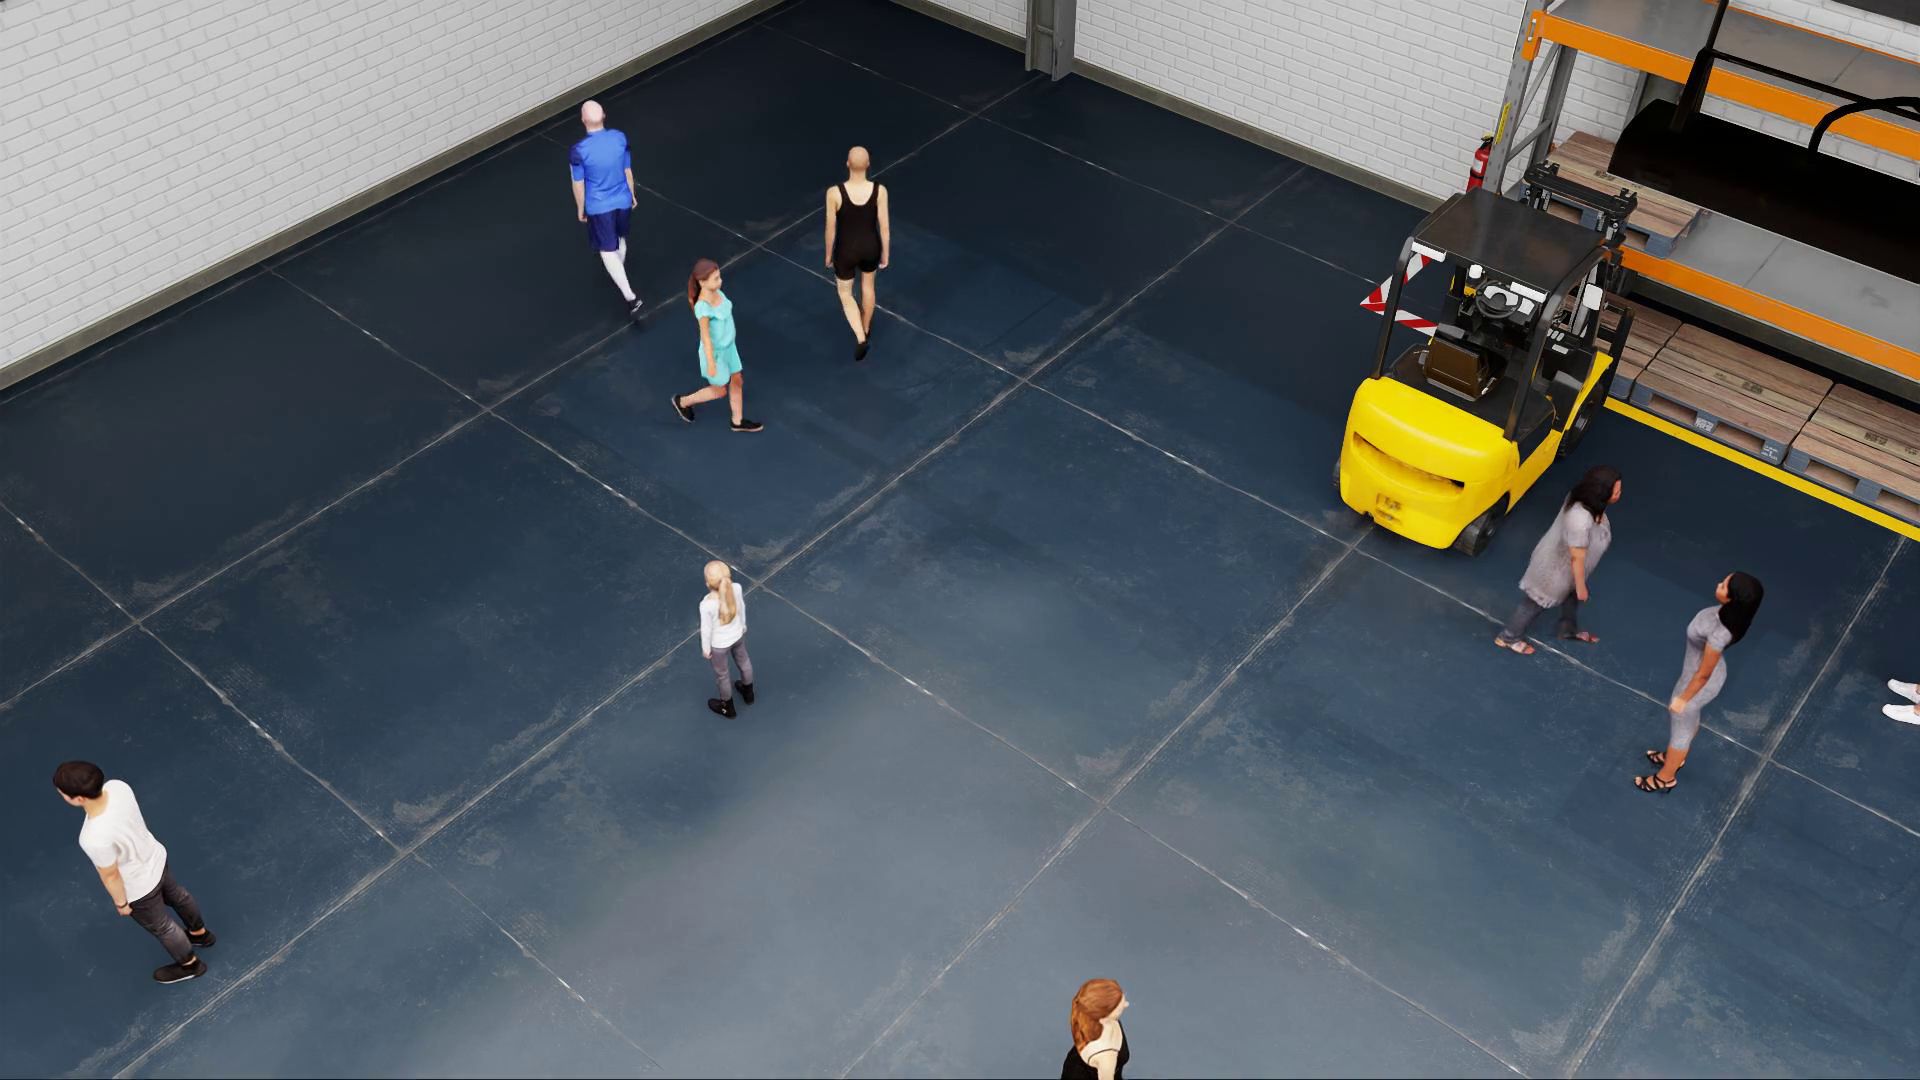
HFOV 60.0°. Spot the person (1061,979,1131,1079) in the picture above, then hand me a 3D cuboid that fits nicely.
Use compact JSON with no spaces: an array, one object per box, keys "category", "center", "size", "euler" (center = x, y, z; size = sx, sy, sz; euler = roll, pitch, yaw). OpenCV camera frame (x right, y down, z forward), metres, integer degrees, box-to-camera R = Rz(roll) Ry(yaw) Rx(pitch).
[{"category":"person","center":[0.625,2.609,8.064],"size":[0.726,1.621,0.663],"euler":[-5,44,-5]}]

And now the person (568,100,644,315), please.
[{"category":"person","center":[-2.824,-2.676,13.472],"size":[0.875,1.815,1.206],"euler":[-26,49,-25]}]

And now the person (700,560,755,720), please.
[{"category":"person","center":[-1.463,0.611,10.410],"size":[0.506,1.279,0.513],"euler":[-34,53,-31]}]

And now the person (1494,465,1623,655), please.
[{"category":"person","center":[3.787,0.134,10.694],"size":[0.955,1.578,0.788],"euler":[17,46,17]}]

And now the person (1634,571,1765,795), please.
[{"category":"person","center":[4.354,0.852,9.793],"size":[0.514,1.781,0.573],"euler":[29,51,27]}]

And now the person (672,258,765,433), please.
[{"category":"person","center":[-1.860,-1.423,12.353],"size":[0.991,1.544,0.818],"euler":[7,44,7]}]

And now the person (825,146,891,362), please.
[{"category":"person","center":[-0.791,-2.201,12.986],"size":[0.966,1.798,1.076],"euler":[-10,44,-10]}]

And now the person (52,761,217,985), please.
[{"category":"person","center":[-4.395,1.757,8.889],"size":[0.740,1.717,0.681],"euler":[-3,44,-4]}]
